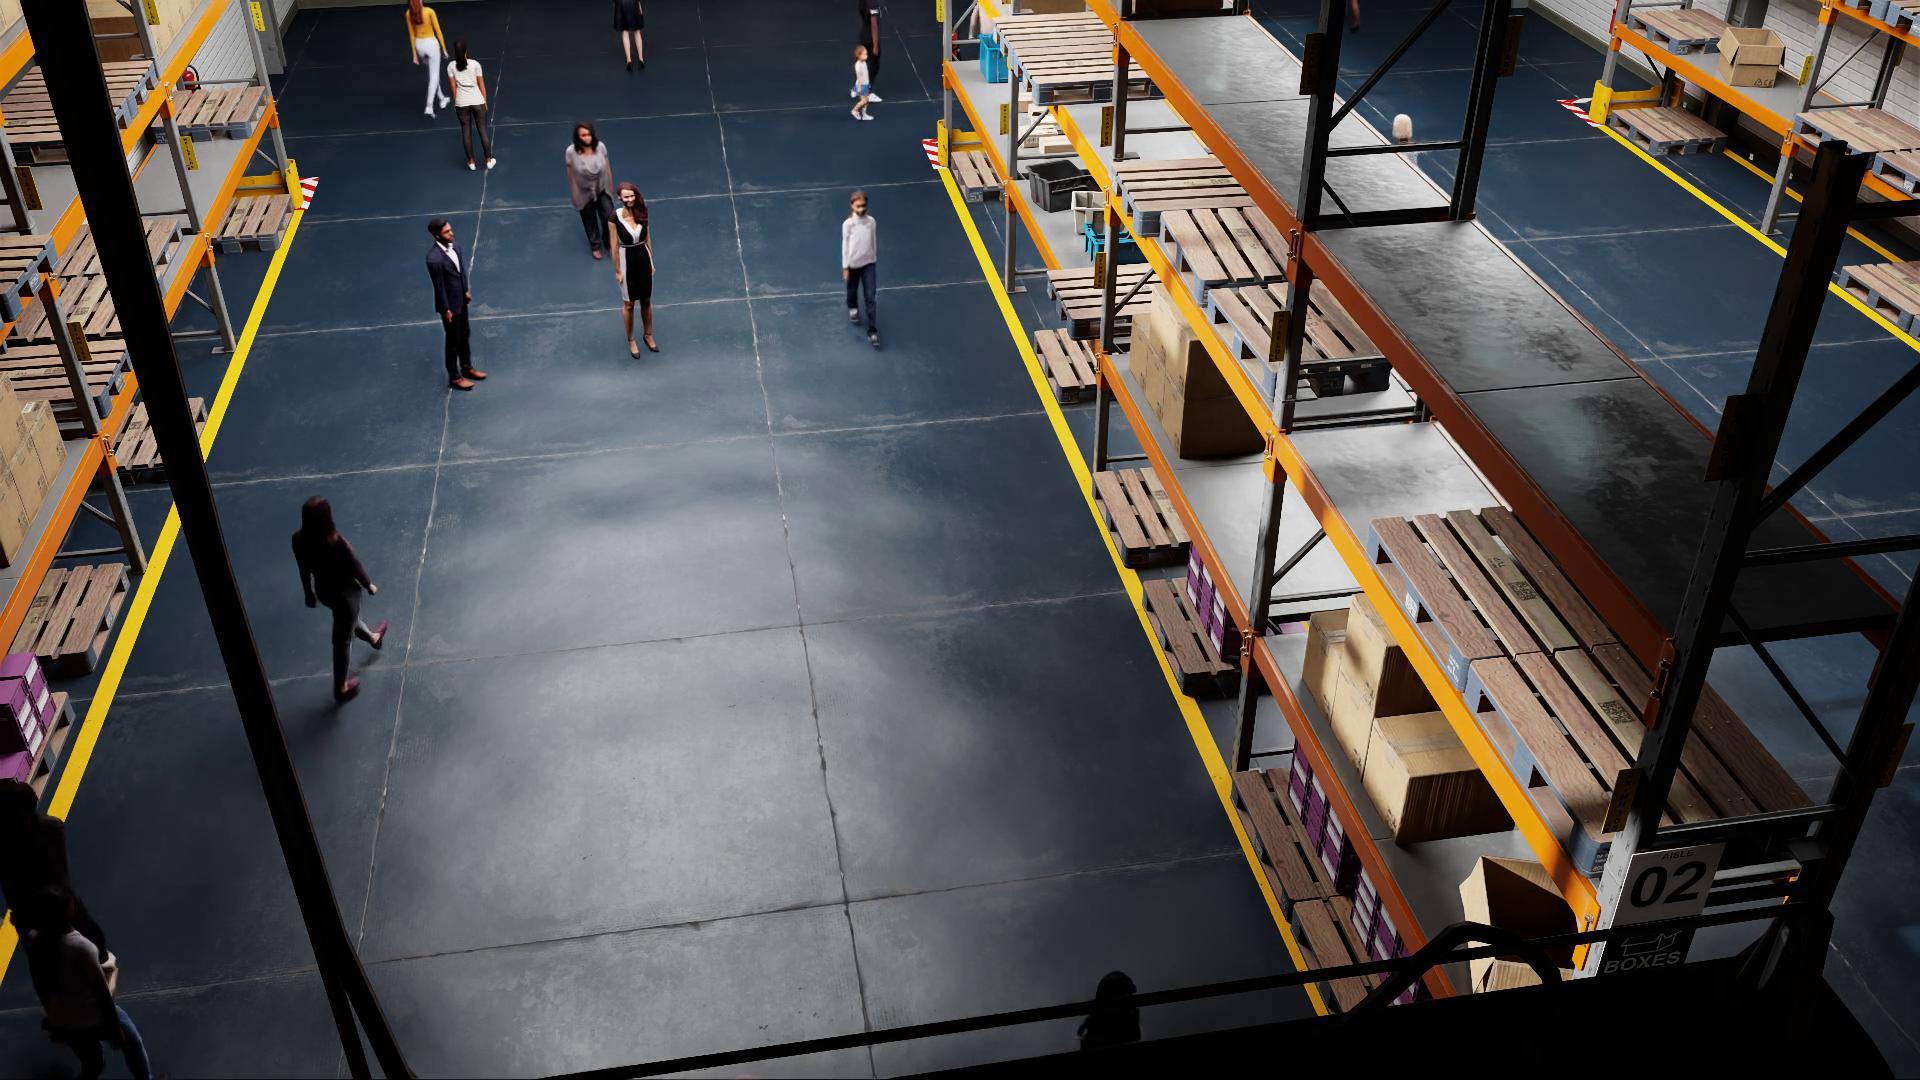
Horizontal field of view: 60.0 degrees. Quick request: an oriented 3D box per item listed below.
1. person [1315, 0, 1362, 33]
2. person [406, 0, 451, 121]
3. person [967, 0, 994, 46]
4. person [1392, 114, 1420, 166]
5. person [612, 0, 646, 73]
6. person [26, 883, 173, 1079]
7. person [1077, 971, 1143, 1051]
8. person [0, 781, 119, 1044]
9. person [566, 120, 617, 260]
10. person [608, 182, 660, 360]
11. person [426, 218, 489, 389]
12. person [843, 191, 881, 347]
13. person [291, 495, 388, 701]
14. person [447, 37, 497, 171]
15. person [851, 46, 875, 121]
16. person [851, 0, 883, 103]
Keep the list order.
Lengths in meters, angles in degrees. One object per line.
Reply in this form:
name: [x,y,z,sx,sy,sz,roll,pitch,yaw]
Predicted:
person: [5.949,-8.591,25.446,0.935,1.653,1.155,-23,40,-31]
person: [-7.118,-6.481,22.215,0.780,1.716,1.238,2,34,3]
person: [0.480,-6.848,22.653,1.059,1.843,1.109,23,40,31]
person: [4.761,-3.722,18.044,0.610,1.737,0.616,-11,35,-16]
person: [-4.791,-7.645,23.938,0.611,1.747,0.579,-8,35,-12]
person: [-4.590,2.556,8.643,0.894,1.689,1.104,11,35,16]
person: [0.653,2.738,8.369,0.961,1.691,1.162,-27,42,-34]
person: [-5.114,2.135,9.317,0.717,1.645,0.971,-14,36,-20]
person: [-4.097,-3.919,18.470,0.693,1.595,0.706,-11,35,-17]
person: [-3.214,-2.671,16.411,0.648,1.796,0.635,-23,40,-30]
person: [-4.856,-2.283,15.892,0.756,1.724,0.617,8,34,11]
person: [-1.037,-2.822,16.890,0.579,1.516,1.106,-9,35,-13]
person: [-4.494,0.445,11.931,0.929,1.565,1.123,11,35,16]
person: [-6.095,-5.429,20.696,0.568,1.646,0.521,-6,34,-9]
person: [-1.345,-6.134,22.326,0.576,1.015,0.523,8,34,12]
person: [-1.254,-6.831,22.754,0.888,1.702,0.640,-14,36,-21]
